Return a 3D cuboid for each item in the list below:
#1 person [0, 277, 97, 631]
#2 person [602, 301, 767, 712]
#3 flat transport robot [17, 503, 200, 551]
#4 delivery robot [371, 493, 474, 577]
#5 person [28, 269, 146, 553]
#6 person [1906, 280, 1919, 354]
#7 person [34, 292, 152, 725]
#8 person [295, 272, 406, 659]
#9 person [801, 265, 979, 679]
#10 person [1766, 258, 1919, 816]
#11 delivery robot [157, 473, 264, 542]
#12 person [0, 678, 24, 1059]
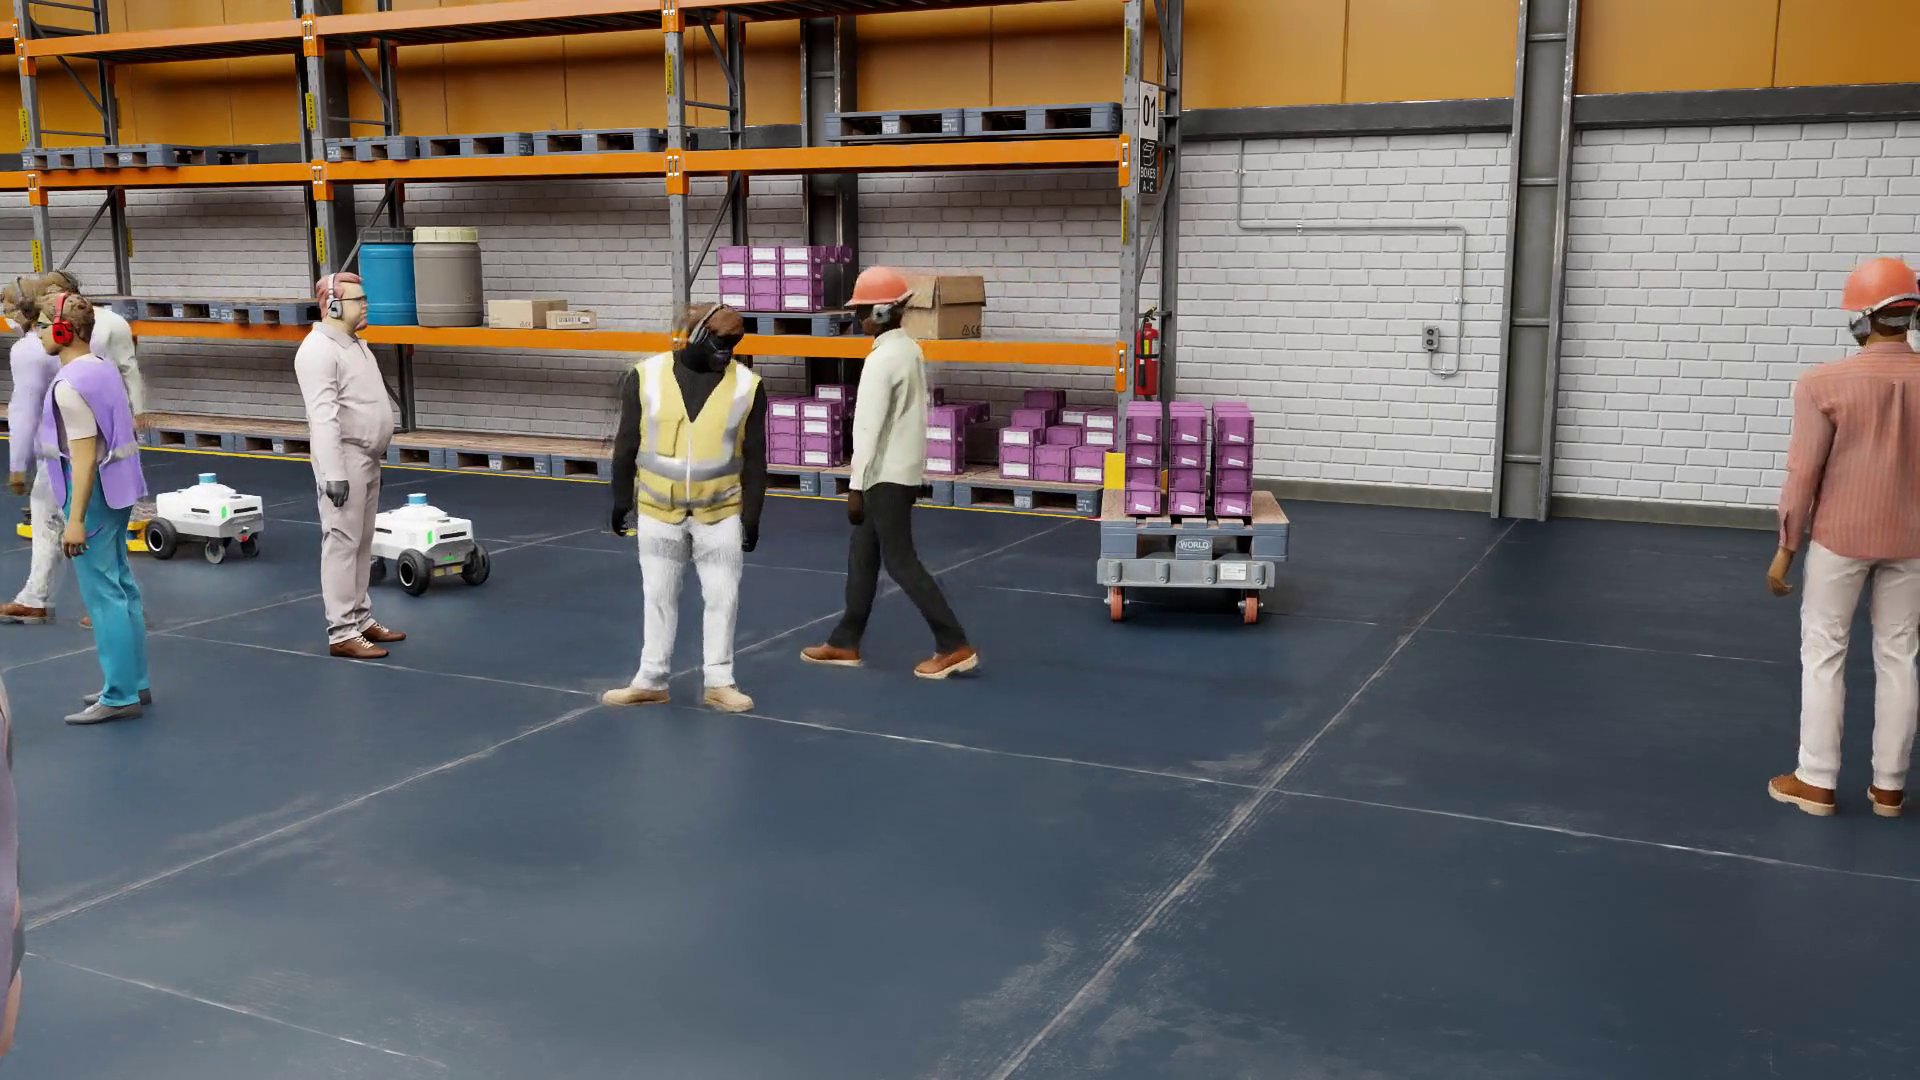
[{"bbox_3d":[-4.854,-0.444,8.831,0.976,1.869,0.676,-1,10,-3],"label":"person"},{"bbox_3d":[-1.222,-0.120,7.211,0.769,1.812,0.433,-1,10,-5],"label":"person"},{"bbox_3d":[-5.807,-0.118,11.548,1.431,0.197,0.652,5,11,28],"label":"flat transport robot"},{"bbox_3d":[-3.250,-0.037,10.003,0.707,0.478,0.477,8,13,39],"label":"delivery robot"},{"bbox_3d":[-5.776,-0.838,11.031,0.639,1.892,0.602,-1,10,-5],"label":"person"},{"bbox_3d":[5.380,-0.536,9.359,0.328,1.877,0.512,6,12,31],"label":"person"},{"bbox_3d":[-3.699,-0.134,7.140,0.373,1.843,0.569,-2,10,-13],"label":"person"},{"bbox_3d":[-3.036,-0.374,8.324,0.409,1.913,0.642,-1,10,-4],"label":"person"},{"bbox_3d":[-0.328,-0.312,7.859,0.926,1.957,0.624,2,10,12],"label":"person"},{"bbox_3d":[3.244,0.004,5.936,0.658,1.985,0.389,1,10,7],"label":"person"},{"bbox_3d":[-4.915,-0.194,10.903,0.707,0.478,0.477,6,11,28],"label":"delivery robot"},{"bbox_3d":[-1.526,0.715,2.285,0.636,1.842,0.429,8,13,39],"label":"person"}]
